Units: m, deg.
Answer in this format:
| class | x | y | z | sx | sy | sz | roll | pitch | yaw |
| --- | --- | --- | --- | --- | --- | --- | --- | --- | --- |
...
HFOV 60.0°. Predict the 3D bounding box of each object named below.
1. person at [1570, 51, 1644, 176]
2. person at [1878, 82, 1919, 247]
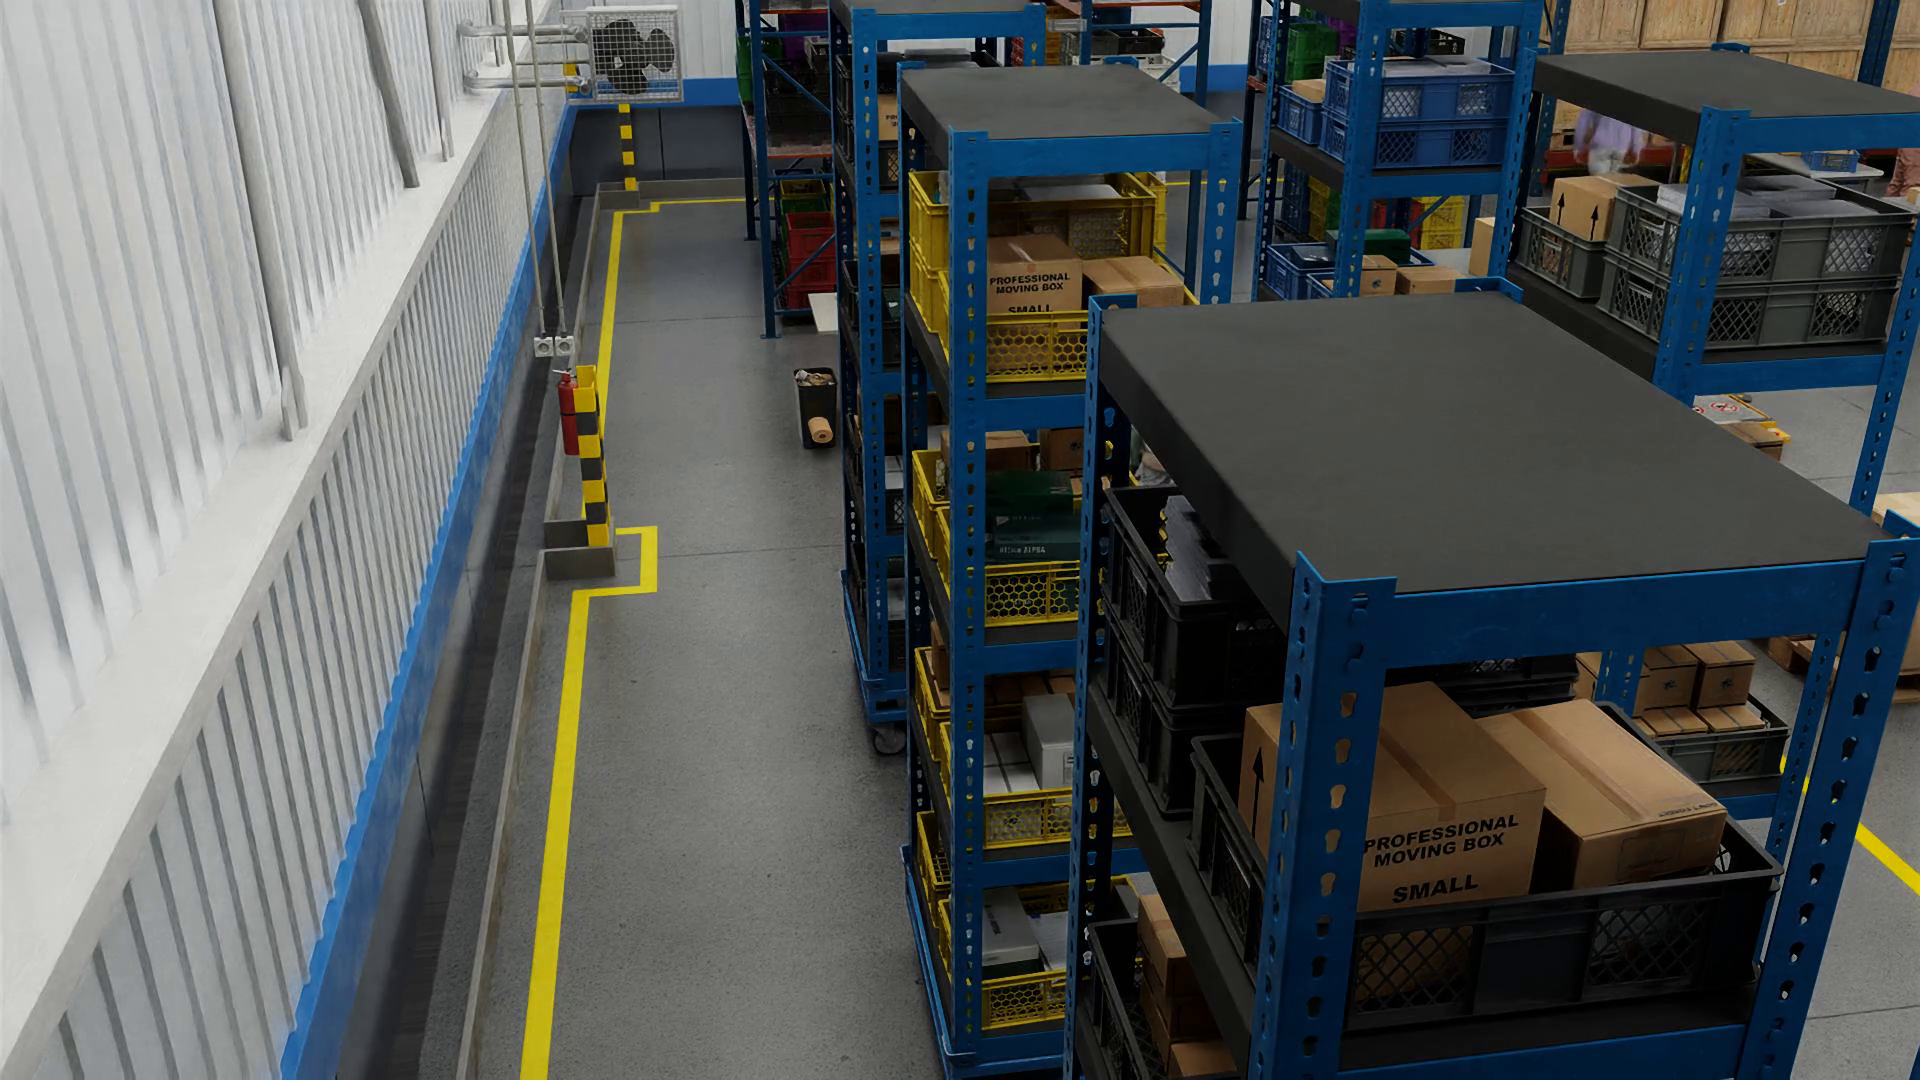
| class | x | y | z | sx | sy | sz | roll | pitch | yaw |
| --- | --- | --- | --- | --- | --- | --- | --- | --- | --- |
| person | 6.621 | -4.000 | 17.025 | 0.646 | 1.895 | 0.605 | -1 | 25 | -3 |
| person | 9.792 | -3.959 | 16.947 | 0.396 | 1.899 | 0.644 | 3 | 25 | 6 |
